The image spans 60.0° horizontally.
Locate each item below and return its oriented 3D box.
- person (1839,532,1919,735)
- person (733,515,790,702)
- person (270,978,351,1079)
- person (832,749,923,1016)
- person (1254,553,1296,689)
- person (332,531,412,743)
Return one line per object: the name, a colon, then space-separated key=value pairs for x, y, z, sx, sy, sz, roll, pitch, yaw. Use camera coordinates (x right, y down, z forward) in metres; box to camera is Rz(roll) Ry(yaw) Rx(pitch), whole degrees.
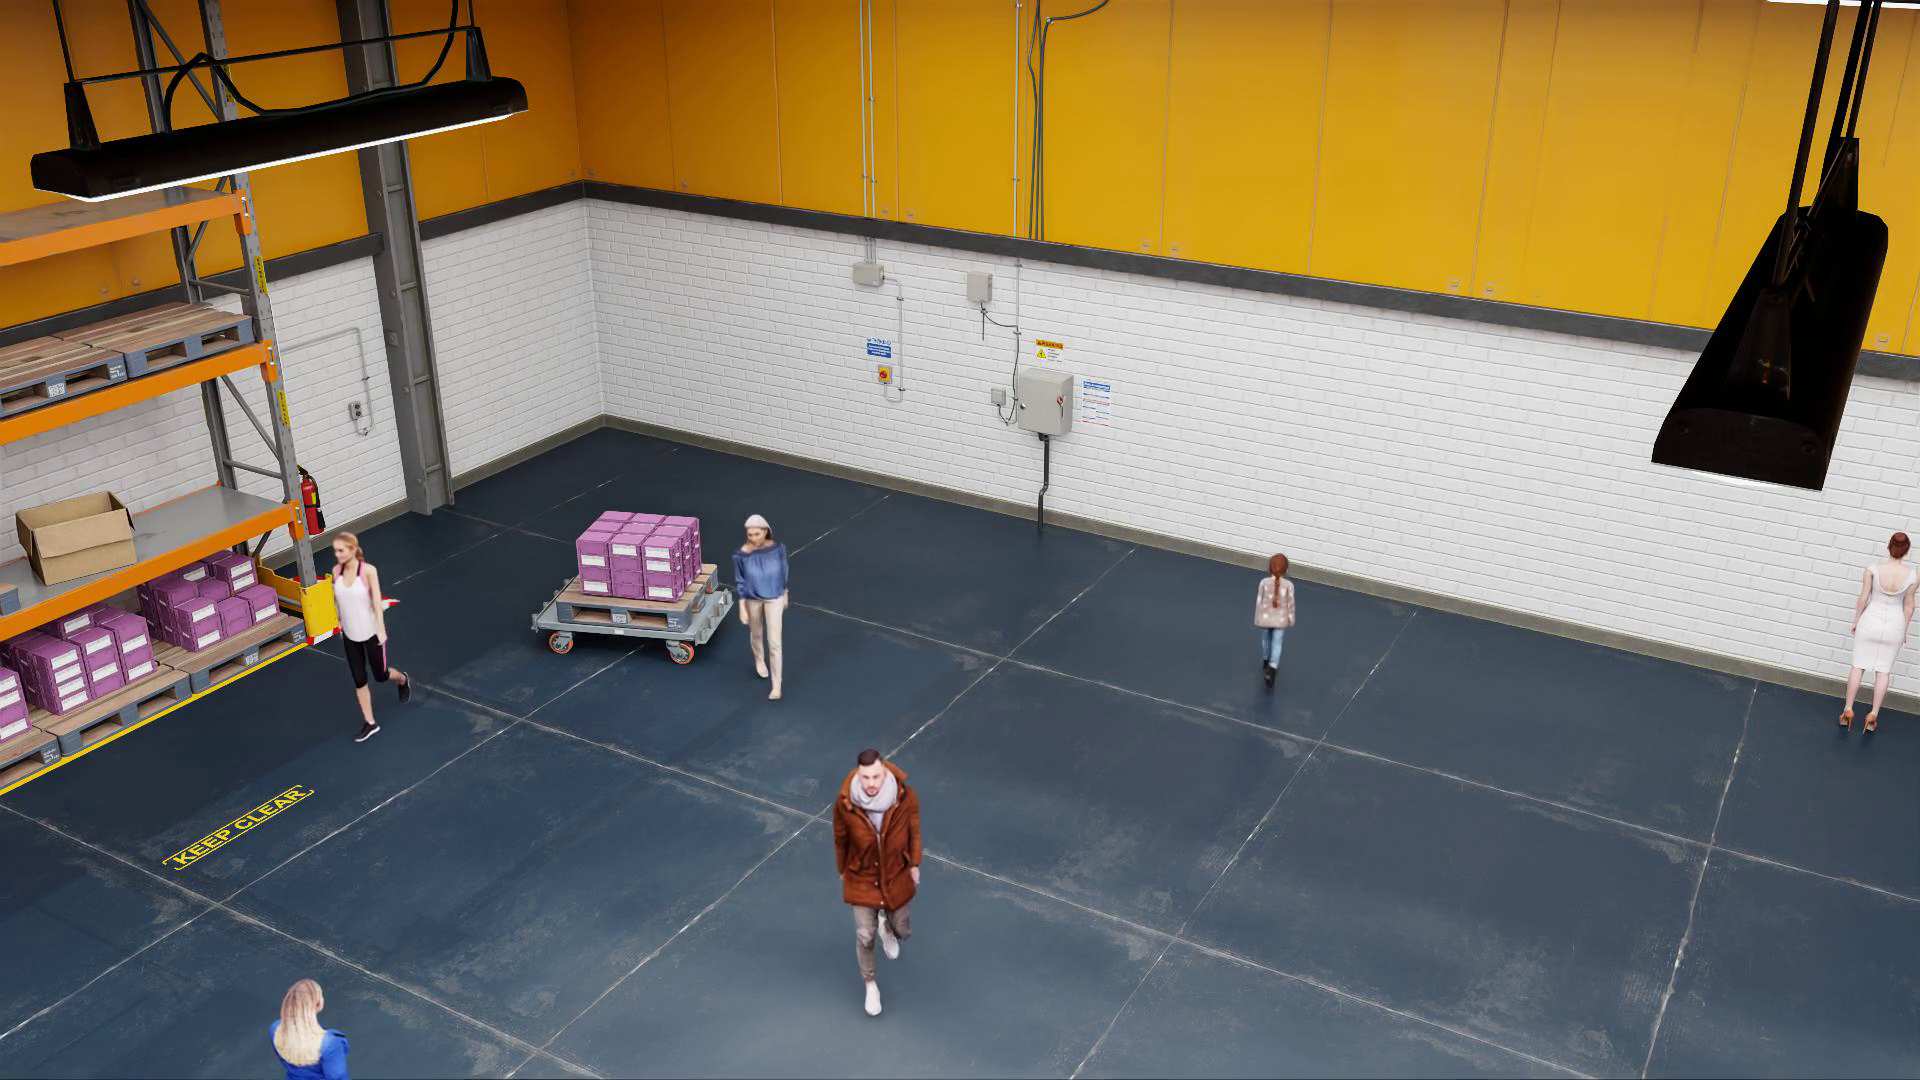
person: x=7.479 y=0.747 z=13.533 sx=0.562 sy=1.793 sz=0.463 roll=12 pitch=27 yaw=26
person: x=-1.691 y=0.502 z=14.271 sx=1.050 sy=1.651 sz=1.156 roll=-6 pitch=24 yaw=-14
person: x=-3.325 y=3.023 z=8.494 sx=0.822 sy=1.658 sz=1.182 roll=7 pitch=24 yaw=15
person: x=-0.521 y=2.077 z=10.459 sx=0.991 sy=1.818 sz=1.059 roll=-4 pitch=24 yaw=-10
person: x=2.714 y=0.701 z=14.406 sx=0.614 sy=1.179 sz=0.863 roll=7 pitch=25 yaw=16
person: x=-4.821 y=0.736 z=13.585 sx=0.785 sy=1.772 sz=1.023 roll=6 pitch=24 yaw=13
